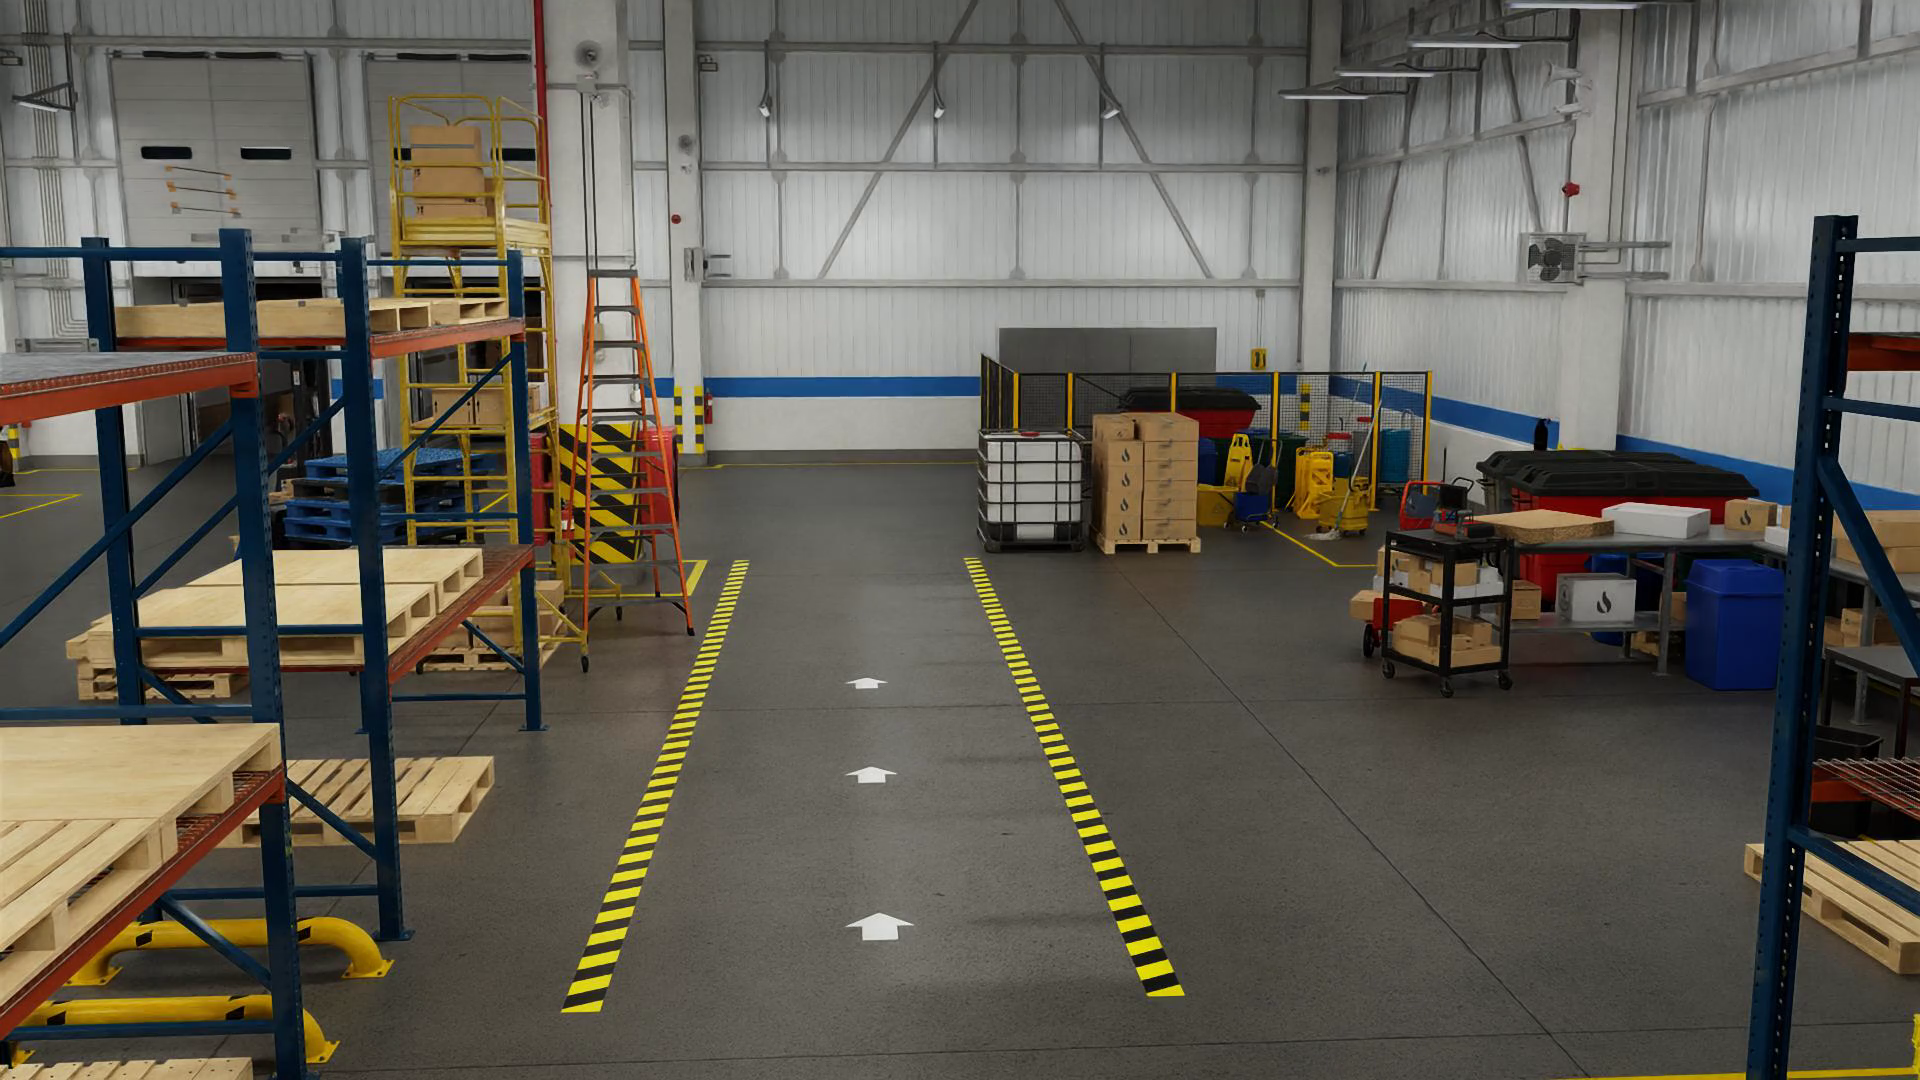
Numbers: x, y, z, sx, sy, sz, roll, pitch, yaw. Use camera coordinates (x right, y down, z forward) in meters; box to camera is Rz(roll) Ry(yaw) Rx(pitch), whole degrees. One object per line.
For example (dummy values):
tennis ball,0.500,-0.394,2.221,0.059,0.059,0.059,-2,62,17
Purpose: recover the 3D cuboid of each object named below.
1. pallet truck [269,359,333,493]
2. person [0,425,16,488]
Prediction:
pallet truck,-7.062,-1.131,18.996,1.885,1.965,0.823,2,9,13
person,-13.132,-1.672,22.615,0.389,1.930,0.544,-8,12,-42
